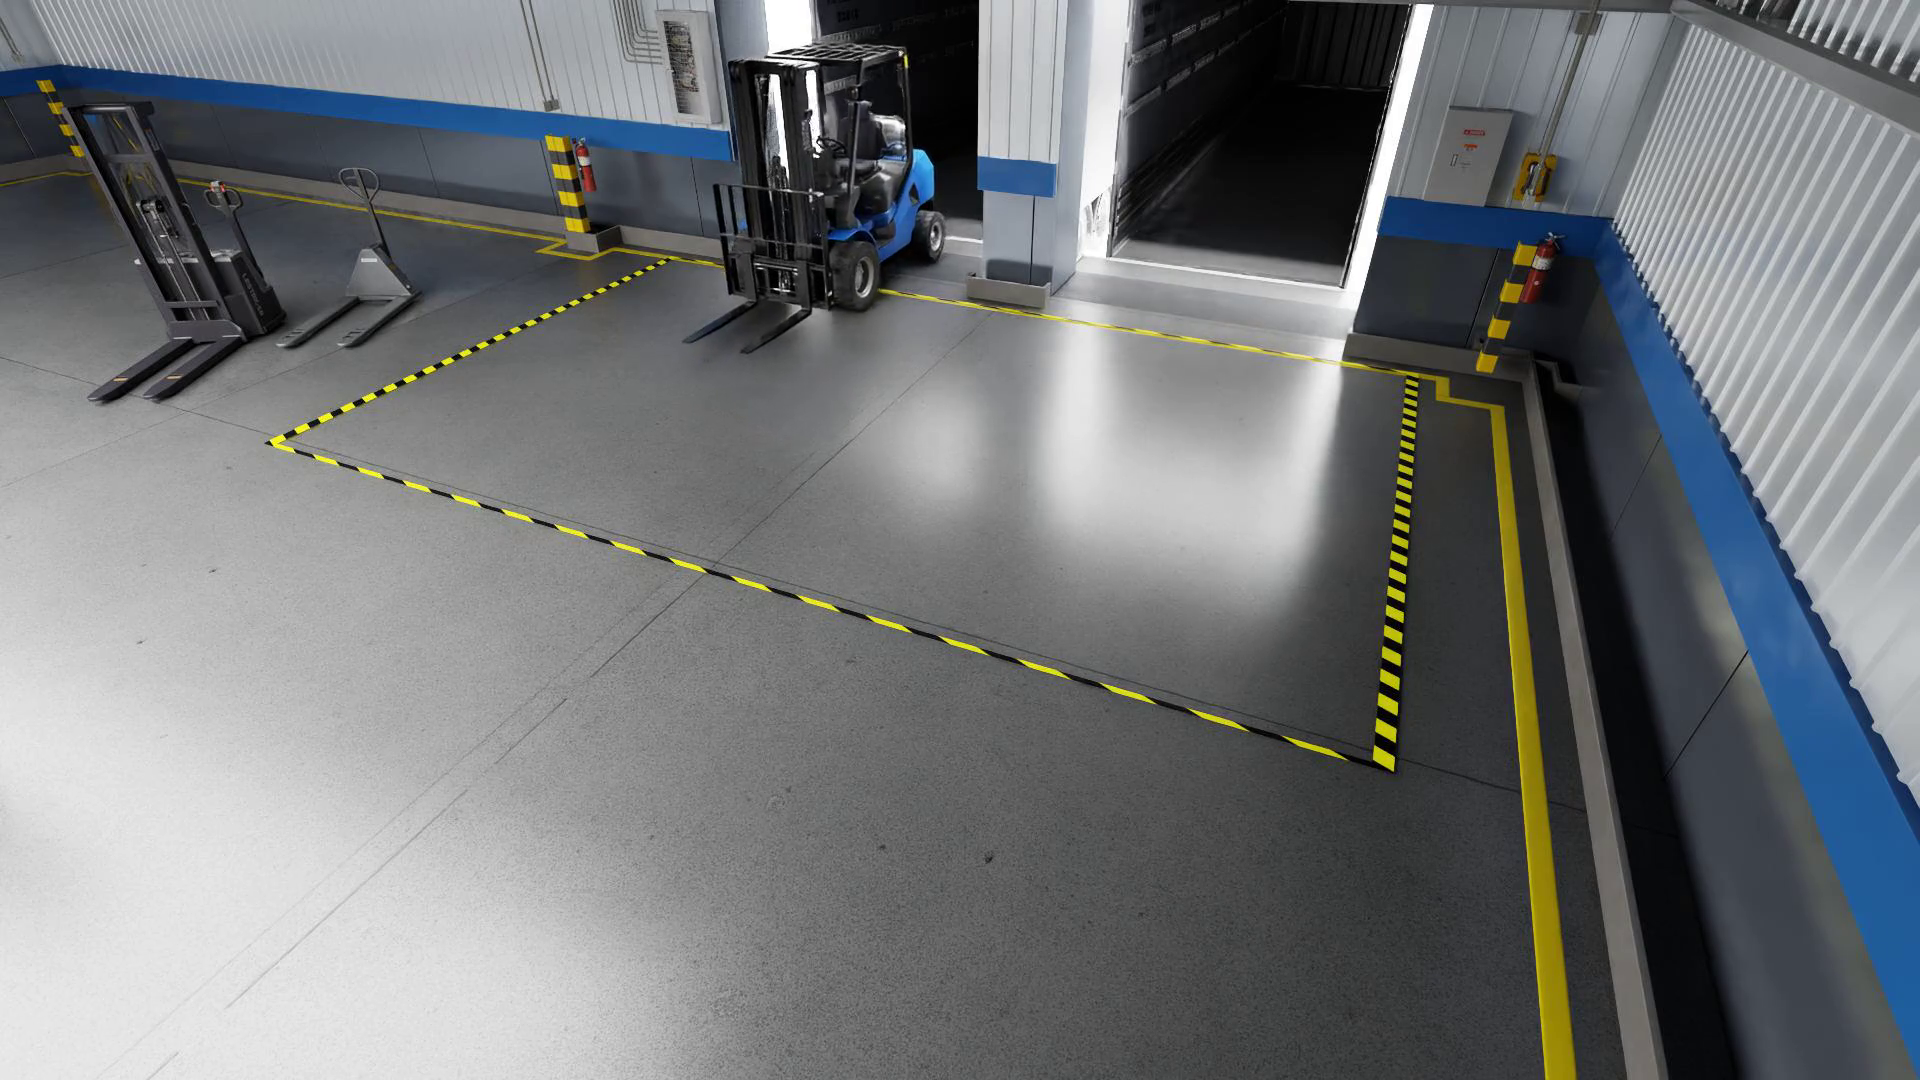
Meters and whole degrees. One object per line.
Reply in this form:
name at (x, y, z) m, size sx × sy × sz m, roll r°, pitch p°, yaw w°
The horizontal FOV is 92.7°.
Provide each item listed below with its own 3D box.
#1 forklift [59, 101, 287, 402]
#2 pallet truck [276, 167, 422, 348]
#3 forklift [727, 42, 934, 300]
forklift at (-6.686, -2.387, 7.434) m, size 0.823 × 1.965 × 1.885 m, roll -3°, pitch 35°, yaw -5°
pallet truck at (-5.732, -2.611, 8.414) m, size 0.680 × 1.201 × 1.601 m, roll -1°, pitch 35°, yaw -1°
forklift at (-1.202, -3.743, 9.053) m, size 1.157 × 2.036 × 2.680 m, roll 13°, pitch 37°, yaw 18°
